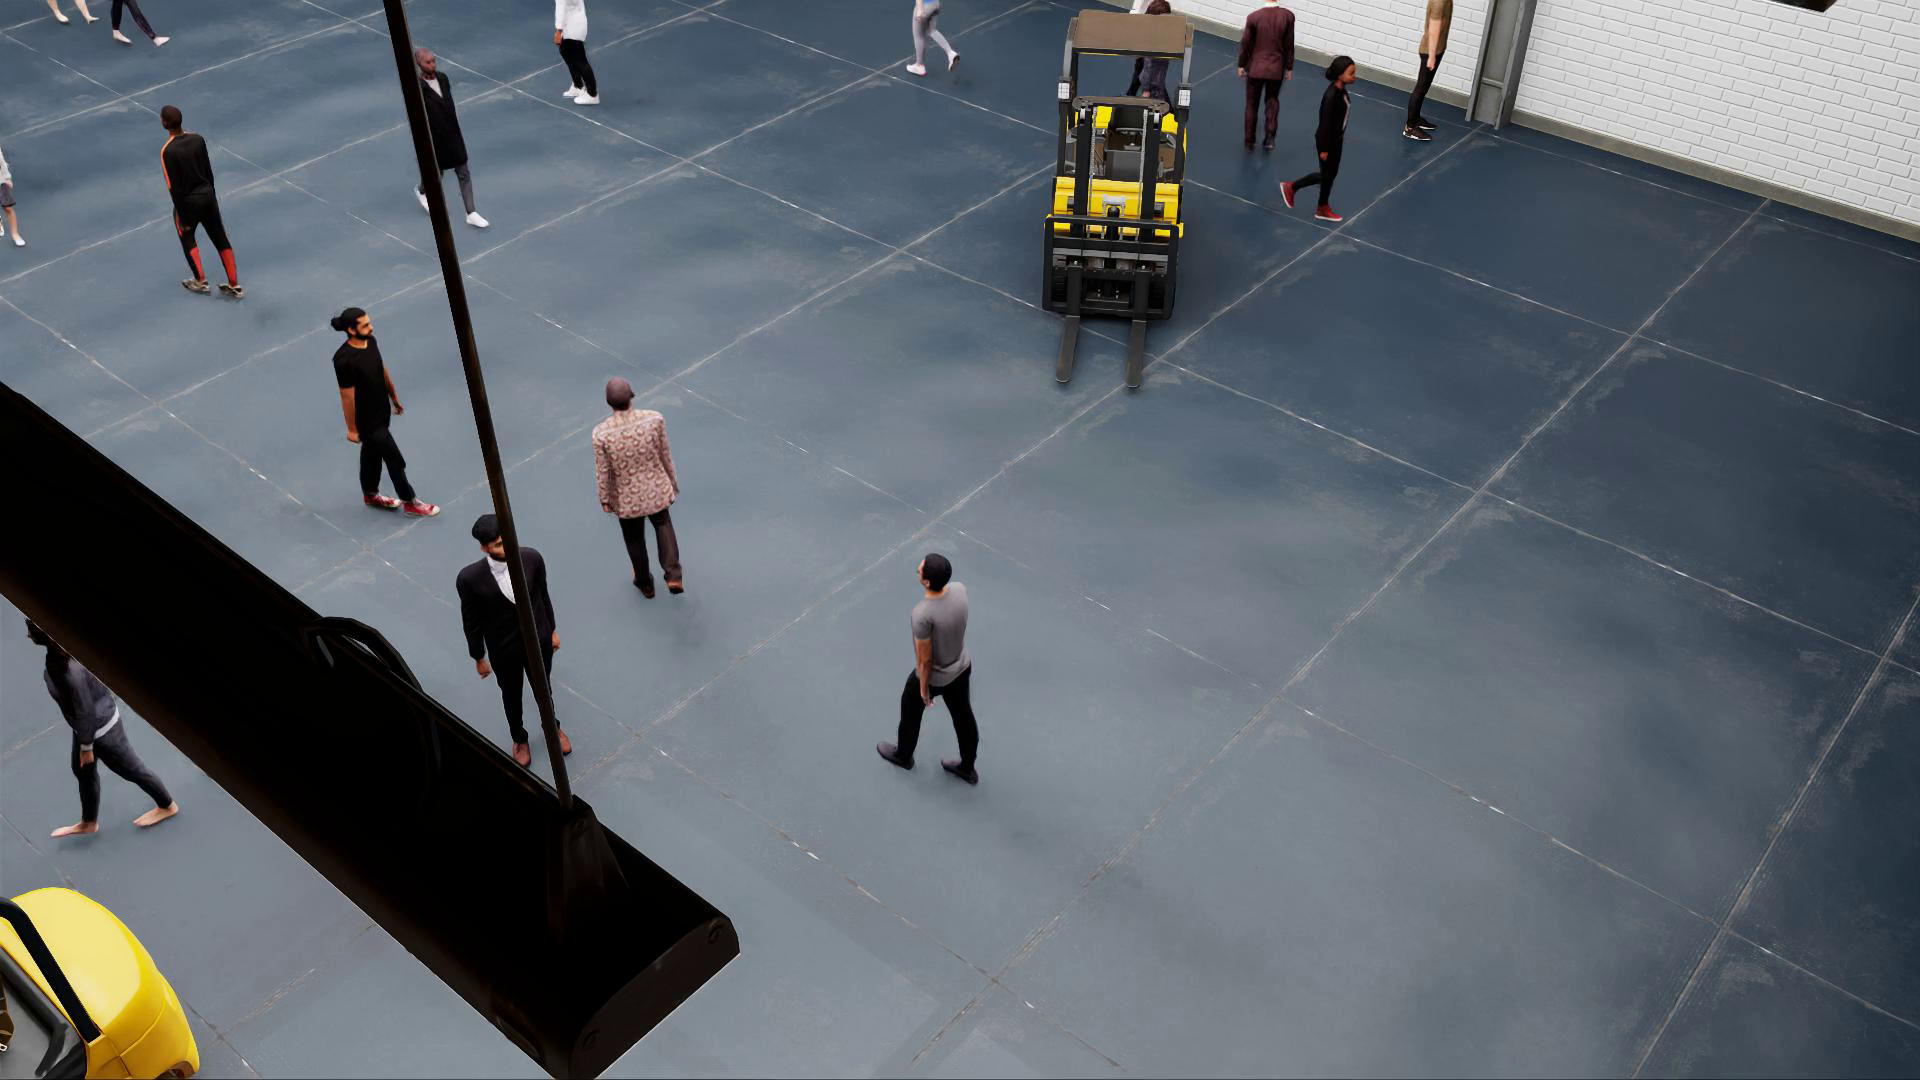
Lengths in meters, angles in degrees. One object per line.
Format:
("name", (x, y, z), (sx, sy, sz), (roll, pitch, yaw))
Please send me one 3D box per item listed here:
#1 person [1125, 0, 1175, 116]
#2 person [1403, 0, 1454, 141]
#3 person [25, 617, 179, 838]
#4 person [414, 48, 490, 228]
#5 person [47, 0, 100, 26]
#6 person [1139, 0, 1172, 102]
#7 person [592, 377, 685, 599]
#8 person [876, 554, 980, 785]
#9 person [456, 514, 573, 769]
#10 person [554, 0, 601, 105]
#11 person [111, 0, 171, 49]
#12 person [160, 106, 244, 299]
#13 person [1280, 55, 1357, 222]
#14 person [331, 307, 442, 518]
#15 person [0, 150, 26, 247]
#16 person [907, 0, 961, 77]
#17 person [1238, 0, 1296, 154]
("person", (2.075, -5.219, 17.576), (1.096, 1.750, 0.602), (27, 46, 30))
("person", (4.951, -5.144, 17.403), (0.659, 1.851, 0.717), (16, 41, 19))
("person", (-4.978, 1.036, 9.747), (0.815, 1.747, 0.909), (-26, 45, -29))
("person", (-5.009, -3.842, 15.867), (1.145, 1.733, 0.724), (23, 44, 26))
("person", (-10.916, -6.940, 19.847), (1.000, 1.607, 0.596), (25, 45, 28))
("person", (1.882, -4.638, 16.900), (0.773, 1.687, 0.741), (12, 40, 15))
("person", (-2.161, -0.285, 11.364), (0.878, 1.794, 0.946), (-15, 41, -18))
("person", (-0.050, 0.819, 10.030), (0.892, 1.734, 0.621), (30, 48, 32))
("person", (-2.715, 0.594, 10.192), (0.765, 1.883, 0.684), (-20, 43, -23))
("person", (-4.104, -5.566, 17.976), (0.832, 1.794, 0.786), (3, 39, 4))
("person", (-9.852, -6.550, 19.284), (1.214, 1.701, 0.844), (13, 41, 16))
("person", (-6.679, -2.947, 14.700), (0.890, 1.791, 0.754), (20, 43, 23))
("person", (3.464, -3.837, 15.920), (0.914, 1.658, 0.702), (19, 42, 22))
("person", (-4.405, -0.920, 12.205), (1.017, 1.736, 0.913), (4, 39, 5))
("person", (-9.162, -3.406, 15.693), (0.609, 1.268, 0.719), (-23, 44, -26))
("person", (-0.314, -5.959, 18.628), (0.908, 1.595, 0.628), (21, 43, 25))
("person", (3.106, -4.803, 16.972), (0.831, 1.855, 0.903), (4, 39, 5))
